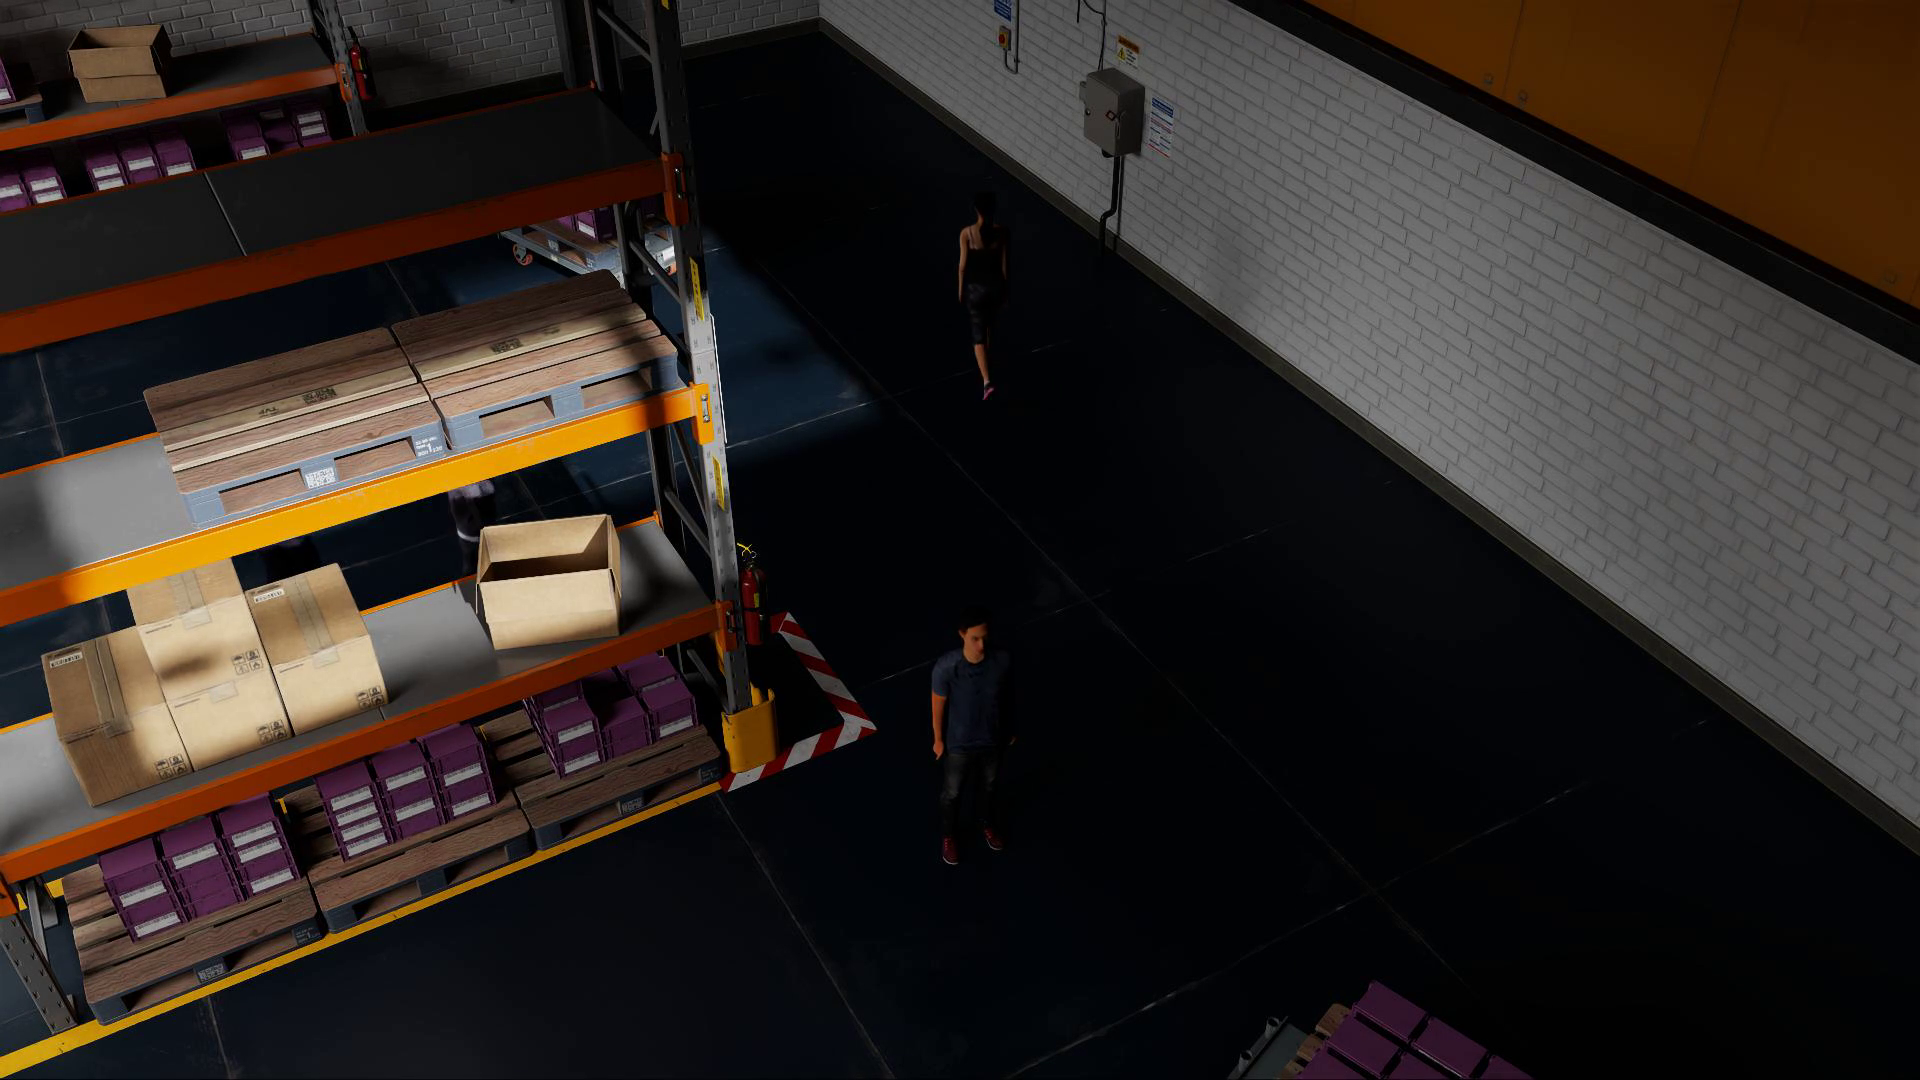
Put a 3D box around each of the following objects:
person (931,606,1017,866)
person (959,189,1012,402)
[{"bbox_3d":[0.074,1.075,9.386,0.534,1.810,0.741,-13,40,-16],"label":"person"},{"bbox_3d":[0.216,-1.915,13.224,1.106,1.693,0.915,-5,39,-7],"label":"person"}]
